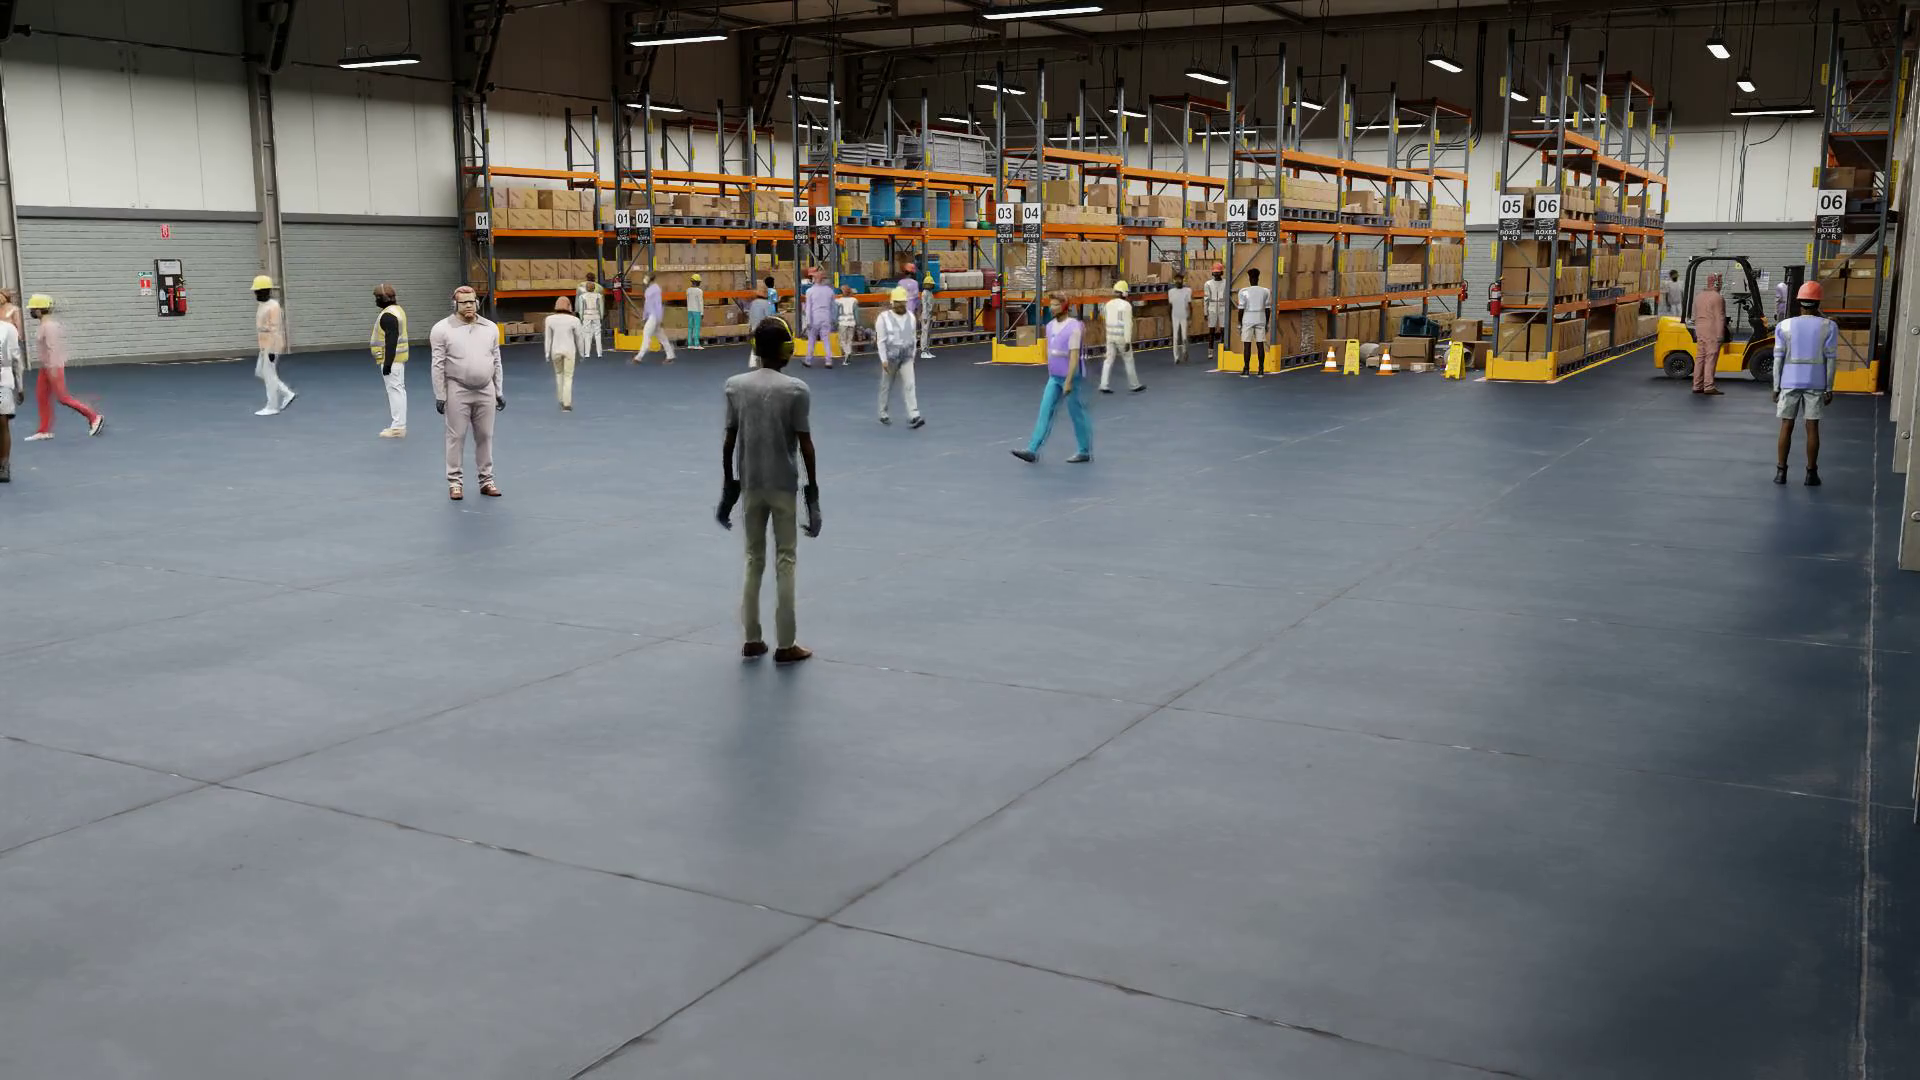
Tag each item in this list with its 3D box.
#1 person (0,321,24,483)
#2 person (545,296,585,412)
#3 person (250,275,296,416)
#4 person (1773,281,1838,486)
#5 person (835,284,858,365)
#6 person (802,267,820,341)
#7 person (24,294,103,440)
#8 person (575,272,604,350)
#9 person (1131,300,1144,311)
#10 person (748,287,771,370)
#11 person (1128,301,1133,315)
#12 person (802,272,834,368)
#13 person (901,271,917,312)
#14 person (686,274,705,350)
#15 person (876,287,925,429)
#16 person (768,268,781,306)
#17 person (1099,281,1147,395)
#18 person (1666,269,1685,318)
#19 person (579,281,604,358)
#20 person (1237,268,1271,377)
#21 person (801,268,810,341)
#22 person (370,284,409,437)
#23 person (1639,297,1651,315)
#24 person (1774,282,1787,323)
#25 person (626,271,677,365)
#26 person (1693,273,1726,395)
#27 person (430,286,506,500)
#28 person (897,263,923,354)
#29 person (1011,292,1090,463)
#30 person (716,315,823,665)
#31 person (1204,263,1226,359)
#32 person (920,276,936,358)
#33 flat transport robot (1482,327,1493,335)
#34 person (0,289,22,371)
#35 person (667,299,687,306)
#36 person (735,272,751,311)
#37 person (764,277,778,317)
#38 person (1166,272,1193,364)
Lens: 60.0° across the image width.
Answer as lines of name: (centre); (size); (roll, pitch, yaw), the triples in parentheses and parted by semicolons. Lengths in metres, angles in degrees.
person: (-9.484, -1.531, 16.257); (0.564, 1.894, 0.998); (-5, 11, -26)
person: (-5.564, -2.628, 23.497); (0.523, 1.603, 0.750); (0, 10, 1)
person: (-9.452, -2.663, 22.785); (0.494, 1.913, 0.616); (-7, 12, -34)
person: (8.018, -1.482, 15.815); (0.544, 1.939, 0.354); (6, 11, 29)
person: (-2.237, -4.260, 32.997); (0.518, 1.627, 0.480); (-5, 11, -28)
person: (-3.527, -5.591, 39.950); (0.555, 1.918, 0.439); (0, 10, 2)
person: (-10.730, -2.059, 19.799); (0.779, 1.742, 0.532); (-8, 13, -41)
person: (-8.587, -5.298, 38.569); (0.658, 1.815, 0.443); (-2, 10, -12)
person: (5.090, -6.990, 48.168); (0.665, 1.896, 0.933); (4, 11, 24)
person: (-3.807, -4.050, 31.884); (0.528, 1.582, 0.718); (9, 13, 43)
person: (5.529, -7.964, 53.623); (0.388, 1.987, 0.608); (6, 11, 31)
person: (-2.759, -4.275, 32.424); (0.647, 1.856, 0.921); (-6, 11, -30)
person: (-1.472, -5.979, 42.603); (0.627, 1.797, 0.977); (5, 11, 26)
person: (-6.165, -5.318, 38.810); (0.518, 1.757, 0.340); (7, 12, 37)
person: (-0.774, -2.301, 21.083); (0.593, 1.778, 0.966); (-5, 11, -27)
person: (-5.625, -7.184, 49.553); (0.575, 1.844, 0.996); (3, 10, 15)
person: (2.544, -3.167, 26.131); (0.847, 1.788, 0.616); (-8, 12, -38)
person: (18.536, -6.079, 43.022); (0.556, 1.833, 0.665); (0, 10, 2)
person: (-7.900, -4.725, 35.677); (0.514, 1.641, 0.308); (-3, 10, -17)
person: (5.274, -3.896, 29.872); (0.604, 1.965, 0.367); (-1, 10, -6)
person: (-3.924, -6.032, 42.660); (0.580, 1.865, 0.460); (5, 11, 28)
person: (-6.873, -2.156, 20.060); (0.429, 1.839, 0.621); (-2, 10, -11)
person: (17.925, -6.225, 43.768); (0.839, 1.891, 0.605); (8, 12, 39)
person: (18.400, -5.073, 36.918); (0.591, 1.919, 0.403); (5, 11, 27)
person: (-6.164, -4.439, 33.301); (1.040, 1.885, 0.653); (-4, 11, -23)
person: (11.871, -3.251, 26.295); (0.402, 1.902, 0.693); (-2, 10, -10)
person: (-4.402, -1.320, 14.958); (0.653, 1.906, 0.405); (-7, 12, -36)
person: (-1.044, -5.063, 36.575); (0.866, 2.012, 0.630); (-7, 12, -36)
person: (1.008, -1.681, 17.377); (0.950, 1.792, 0.594); (-6, 11, -32)
person: (-1.007, -0.263, 8.935); (0.589, 1.862, 0.433); (3, 10, 19)
person: (5.447, -4.832, 35.159); (0.604, 2.038, 0.404); (3, 10, 16)
person: (-0.671, -4.768, 35.625); (0.318, 1.742, 0.492); (3, 10, 15)
flat transport robot: (14.249, -5.786, 45.892); (0.652, 0.197, 1.431); (-2, 10, -12)
person: (-15.941, -3.387, 27.867); (0.535, 1.623, 0.452); (2, 10, 10)
person: (-7.152, -5.864, 41.893); (0.506, 1.806, 0.977); (5, 11, 28)
person: (-6.059, -6.661, 46.641); (0.533, 1.768, 0.310); (5, 11, 28)
person: (-4.482, -5.341, 39.104); (0.536, 1.699, 0.322); (7, 12, 34)
person: (4.435, -4.472, 33.578); (0.545, 1.852, 0.415); (3, 10, 15)
